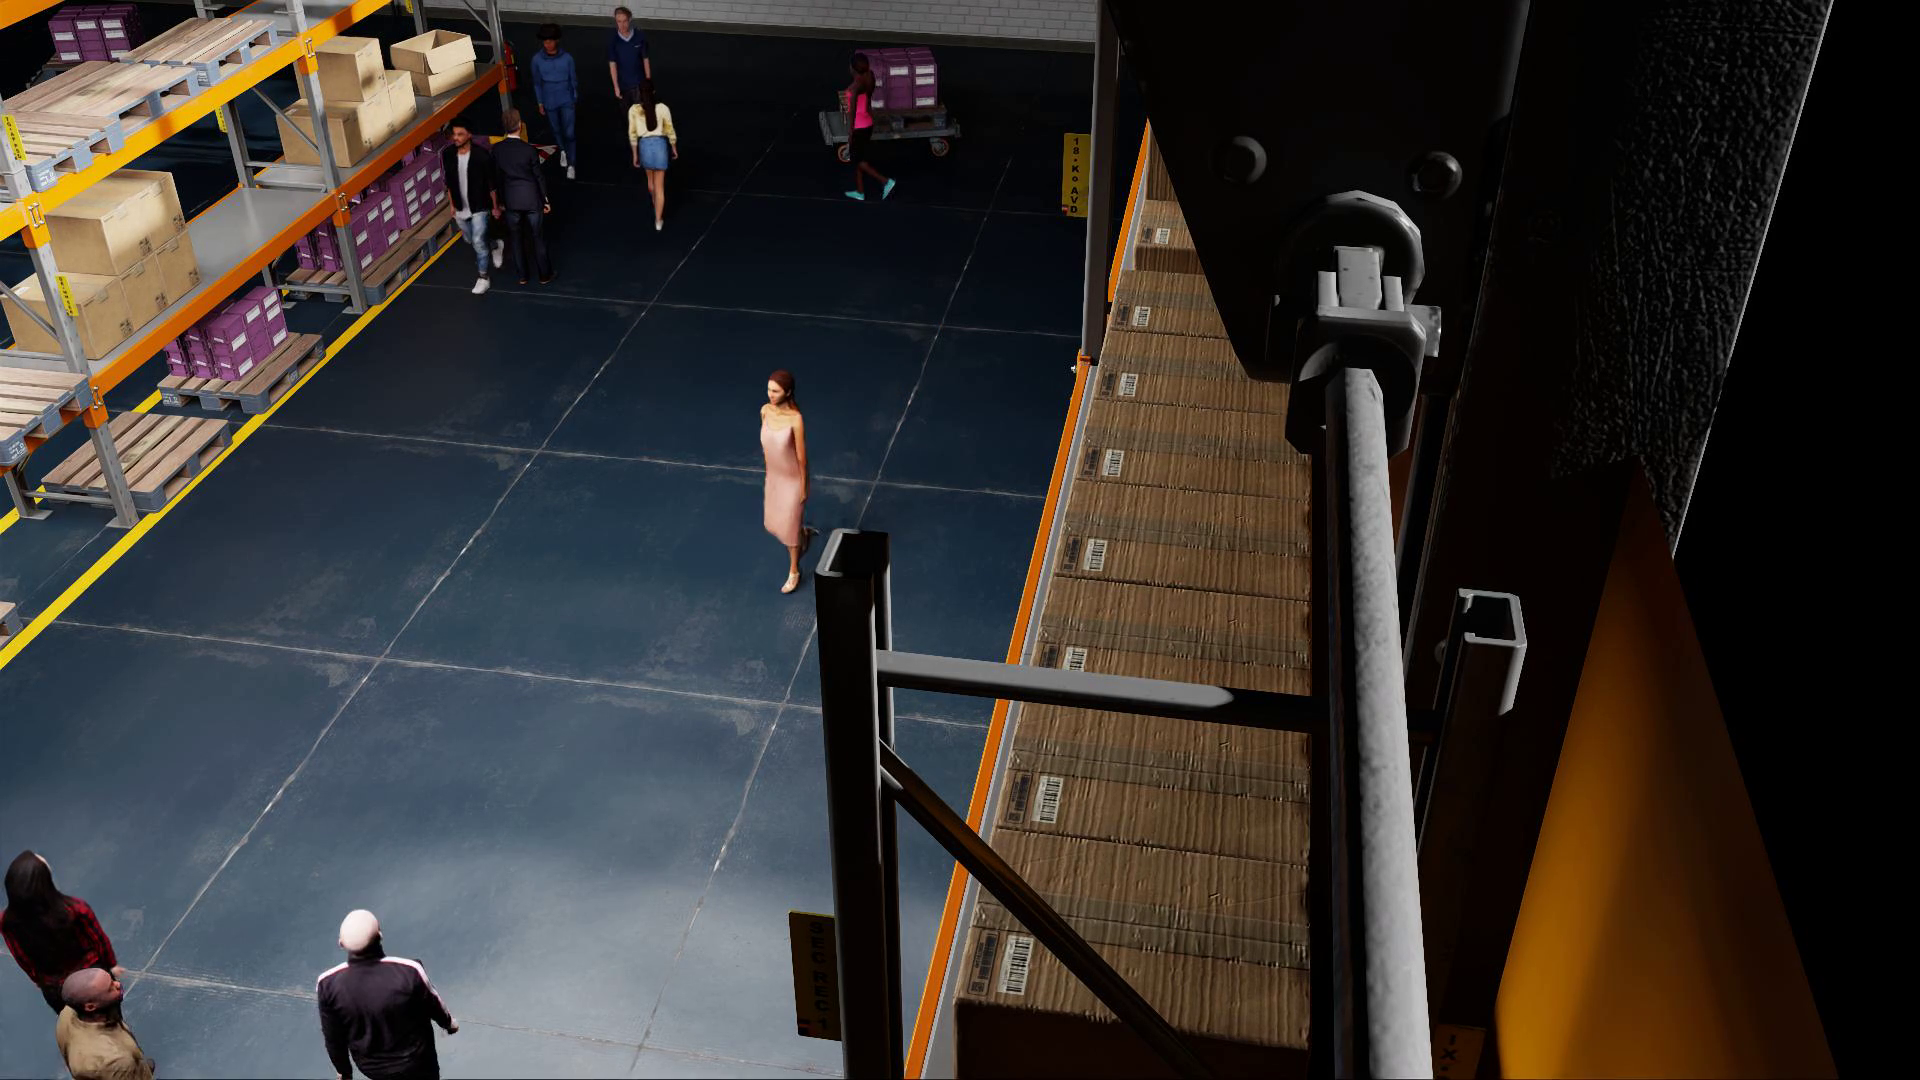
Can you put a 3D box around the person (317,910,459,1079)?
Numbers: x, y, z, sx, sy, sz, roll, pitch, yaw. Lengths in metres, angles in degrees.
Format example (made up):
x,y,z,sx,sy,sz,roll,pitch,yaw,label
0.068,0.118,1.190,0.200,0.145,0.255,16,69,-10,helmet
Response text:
x,y,z,sx,sy,sz,roll,pitch,yaw,label
-2.675,2.544,7.856,0.851,1.798,1.163,-1,34,-2,person

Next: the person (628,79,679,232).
x,y,z,sx,sy,sz,roll,pitch,yaw,label
-3.347,-4.168,18.146,0.834,1.583,1.154,-3,34,-4,person

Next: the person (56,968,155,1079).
x,y,z,sx,sy,sz,roll,pitch,yaw,label
-3.885,2.700,7.639,1.236,1.778,1.178,-22,39,-29,person

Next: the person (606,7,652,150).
x,y,z,sx,sy,sz,roll,pitch,yaw,label
-3.945,-5.424,19.816,0.939,1.827,1.248,-7,34,-10,person

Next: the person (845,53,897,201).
x,y,z,sx,sy,sz,roll,pitch,yaw,label
-1.040,-4.580,18.659,0.735,1.703,0.893,14,36,20,person

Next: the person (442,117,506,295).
x,y,z,sx,sy,sz,roll,pitch,yaw,label
-4.904,-3.459,16.895,0.782,1.789,1.079,10,35,14,person

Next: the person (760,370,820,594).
x,y,z,sx,sy,sz,roll,pitch,yaw,label
-1.225,-0.468,12.365,0.749,1.822,0.862,20,39,27,person

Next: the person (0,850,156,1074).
x,y,z,sx,sy,sz,roll,pitch,yaw,label
-4.497,2.233,8.450,0.658,1.658,0.645,-8,34,-12,person

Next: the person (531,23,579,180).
x,y,z,sx,sy,sz,roll,pitch,yaw,label
-4.713,-5.163,19.484,0.842,1.760,1.234,-2,34,-3,person

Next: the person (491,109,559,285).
x,y,z,sx,sy,sz,roll,pitch,yaw,label
-4.455,-3.490,16.918,0.704,1.814,0.593,3,34,5,person
